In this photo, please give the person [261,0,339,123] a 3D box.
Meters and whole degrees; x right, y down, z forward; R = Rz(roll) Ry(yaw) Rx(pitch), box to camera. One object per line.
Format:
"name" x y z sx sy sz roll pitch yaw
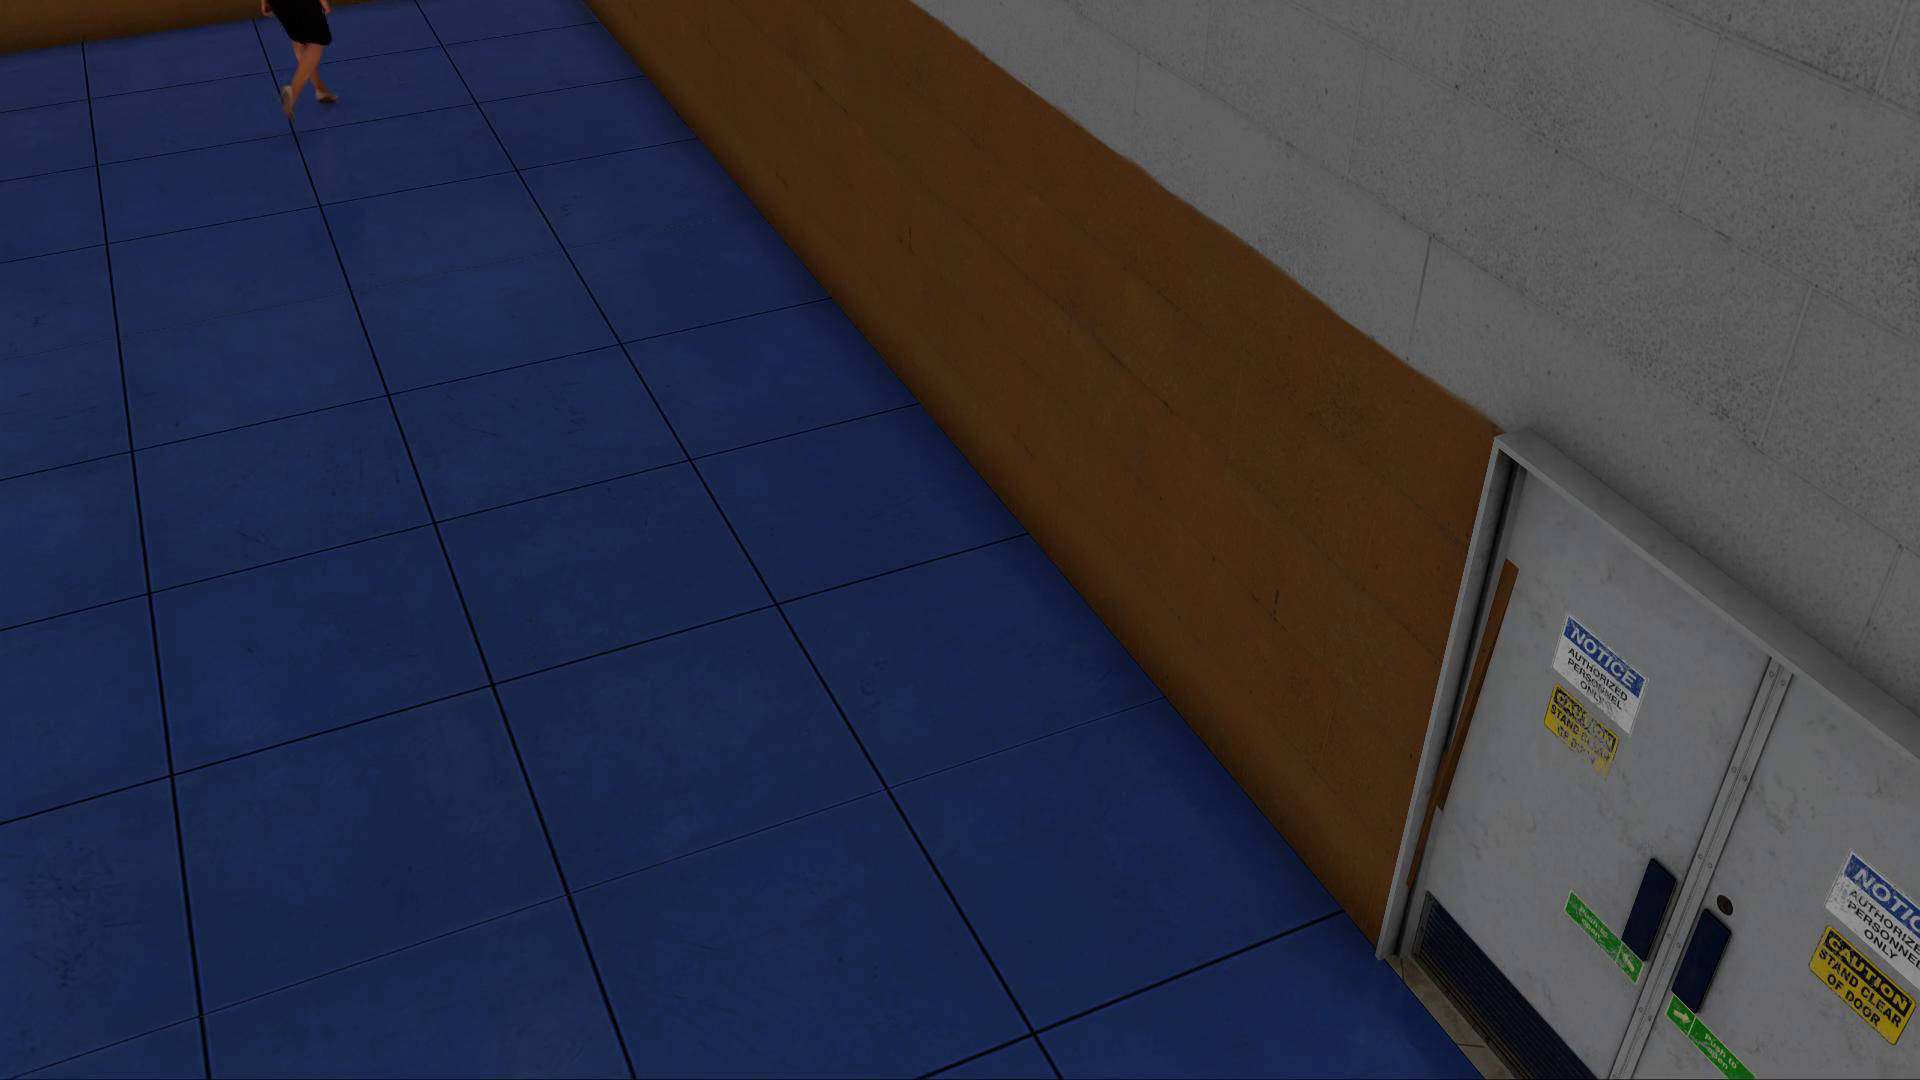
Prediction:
"person" -4.795 -3.822 11.867 1.030 1.736 1.043 7 37 9
